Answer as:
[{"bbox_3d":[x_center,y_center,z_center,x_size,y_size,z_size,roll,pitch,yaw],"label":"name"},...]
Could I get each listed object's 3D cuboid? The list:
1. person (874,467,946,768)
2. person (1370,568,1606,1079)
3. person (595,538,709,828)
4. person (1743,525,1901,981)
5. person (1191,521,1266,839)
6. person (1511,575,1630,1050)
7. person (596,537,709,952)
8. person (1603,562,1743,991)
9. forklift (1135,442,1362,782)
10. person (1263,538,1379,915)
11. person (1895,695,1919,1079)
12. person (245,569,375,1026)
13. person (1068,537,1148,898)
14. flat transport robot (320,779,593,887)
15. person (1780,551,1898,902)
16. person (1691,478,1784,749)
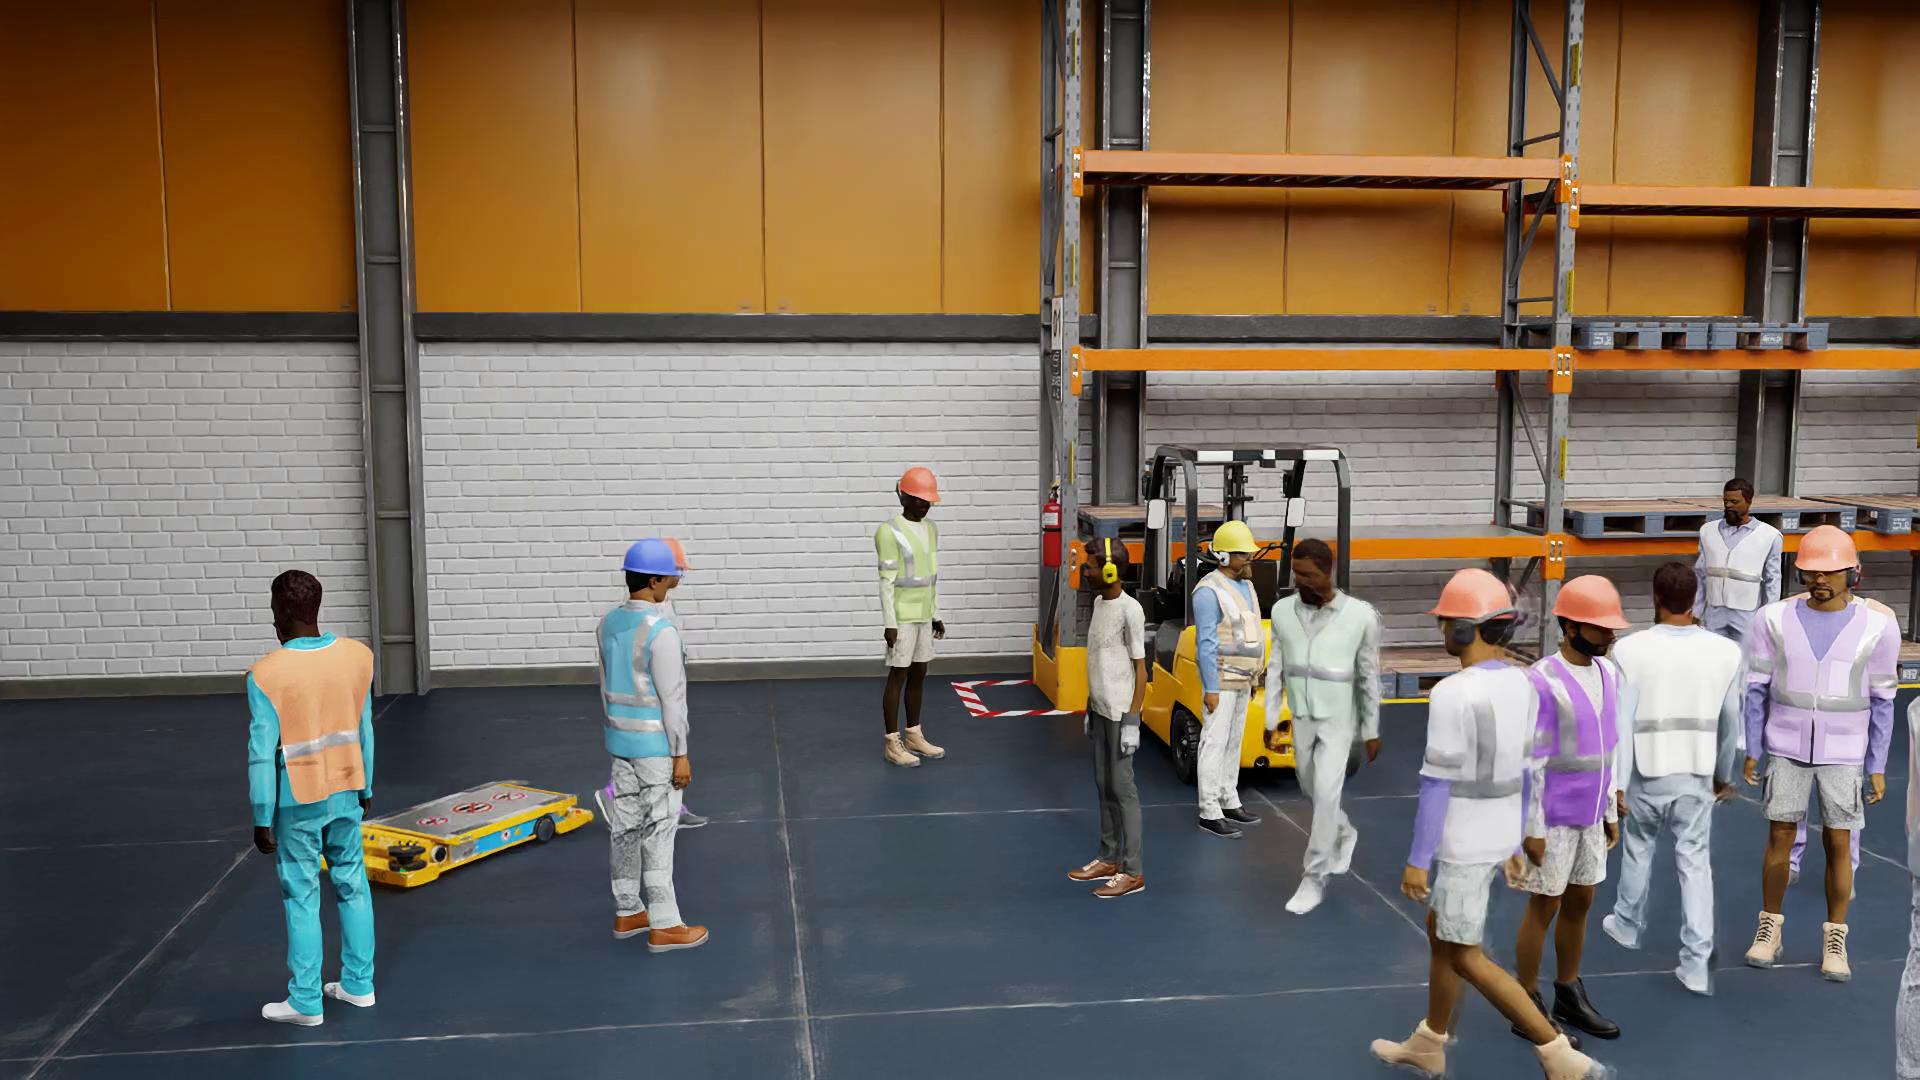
[{"bbox_3d":[-0.308,0.515,11.346,0.389,2.034,0.605,4,8,34],"label":"person"},{"bbox_3d":[1.972,1.120,6.165,0.914,2.015,0.623,6,9,42],"label":"person"},{"bbox_3d":[-1.787,0.850,9.663,0.582,1.732,0.583,-2,7,-14],"label":"person"},{"bbox_3d":[3.859,0.949,7.499,0.608,2.044,0.372,4,8,32],"label":"person"},{"bbox_3d":[1.582,0.799,9.719,0.403,1.834,0.589,4,8,33],"label":"person"},{"bbox_3d":[2.487,1.095,6.725,0.544,1.930,0.389,-4,8,-33],"label":"person"},{"bbox_3d":[-1.470,0.958,7.857,0.393,1.943,0.602,-6,9,-44],"label":"person"},{"bbox_3d":[3.228,1.038,7.554,0.601,1.878,0.933,1,7,5],"label":"person"},{"bbox_3d":[1.912,0.418,11.496,1.214,2.155,2.313,-1,7,-8],"label":"forklift"},{"bbox_3d":[1.893,0.910,8.623,0.612,1.879,0.925,5,8,38],"label":"person"},{"bbox_3d":[3.637,1.183,5.929,0.416,1.940,0.615,-2,7,-15],"label":"person"},{"bbox_3d":[-2.705,1.076,6.984,0.397,1.911,0.588,4,8,32],"label":"person"},{"bbox_3d":[0.784,0.909,8.625,0.312,1.864,0.535,-2,7,-20],"label":"person"},{"bbox_3d":[-2.788,1.617,9.333,0.652,0.197,1.431,3,7,29],"label":"flat transport robot"},{"bbox_3d":[4.484,0.925,8.583,0.567,1.839,0.375,4,8,34],"label":"person"},{"bbox_3d":[5.516,0.514,11.848,0.379,1.918,0.597,-6,9,-41],"label":"person"}]
